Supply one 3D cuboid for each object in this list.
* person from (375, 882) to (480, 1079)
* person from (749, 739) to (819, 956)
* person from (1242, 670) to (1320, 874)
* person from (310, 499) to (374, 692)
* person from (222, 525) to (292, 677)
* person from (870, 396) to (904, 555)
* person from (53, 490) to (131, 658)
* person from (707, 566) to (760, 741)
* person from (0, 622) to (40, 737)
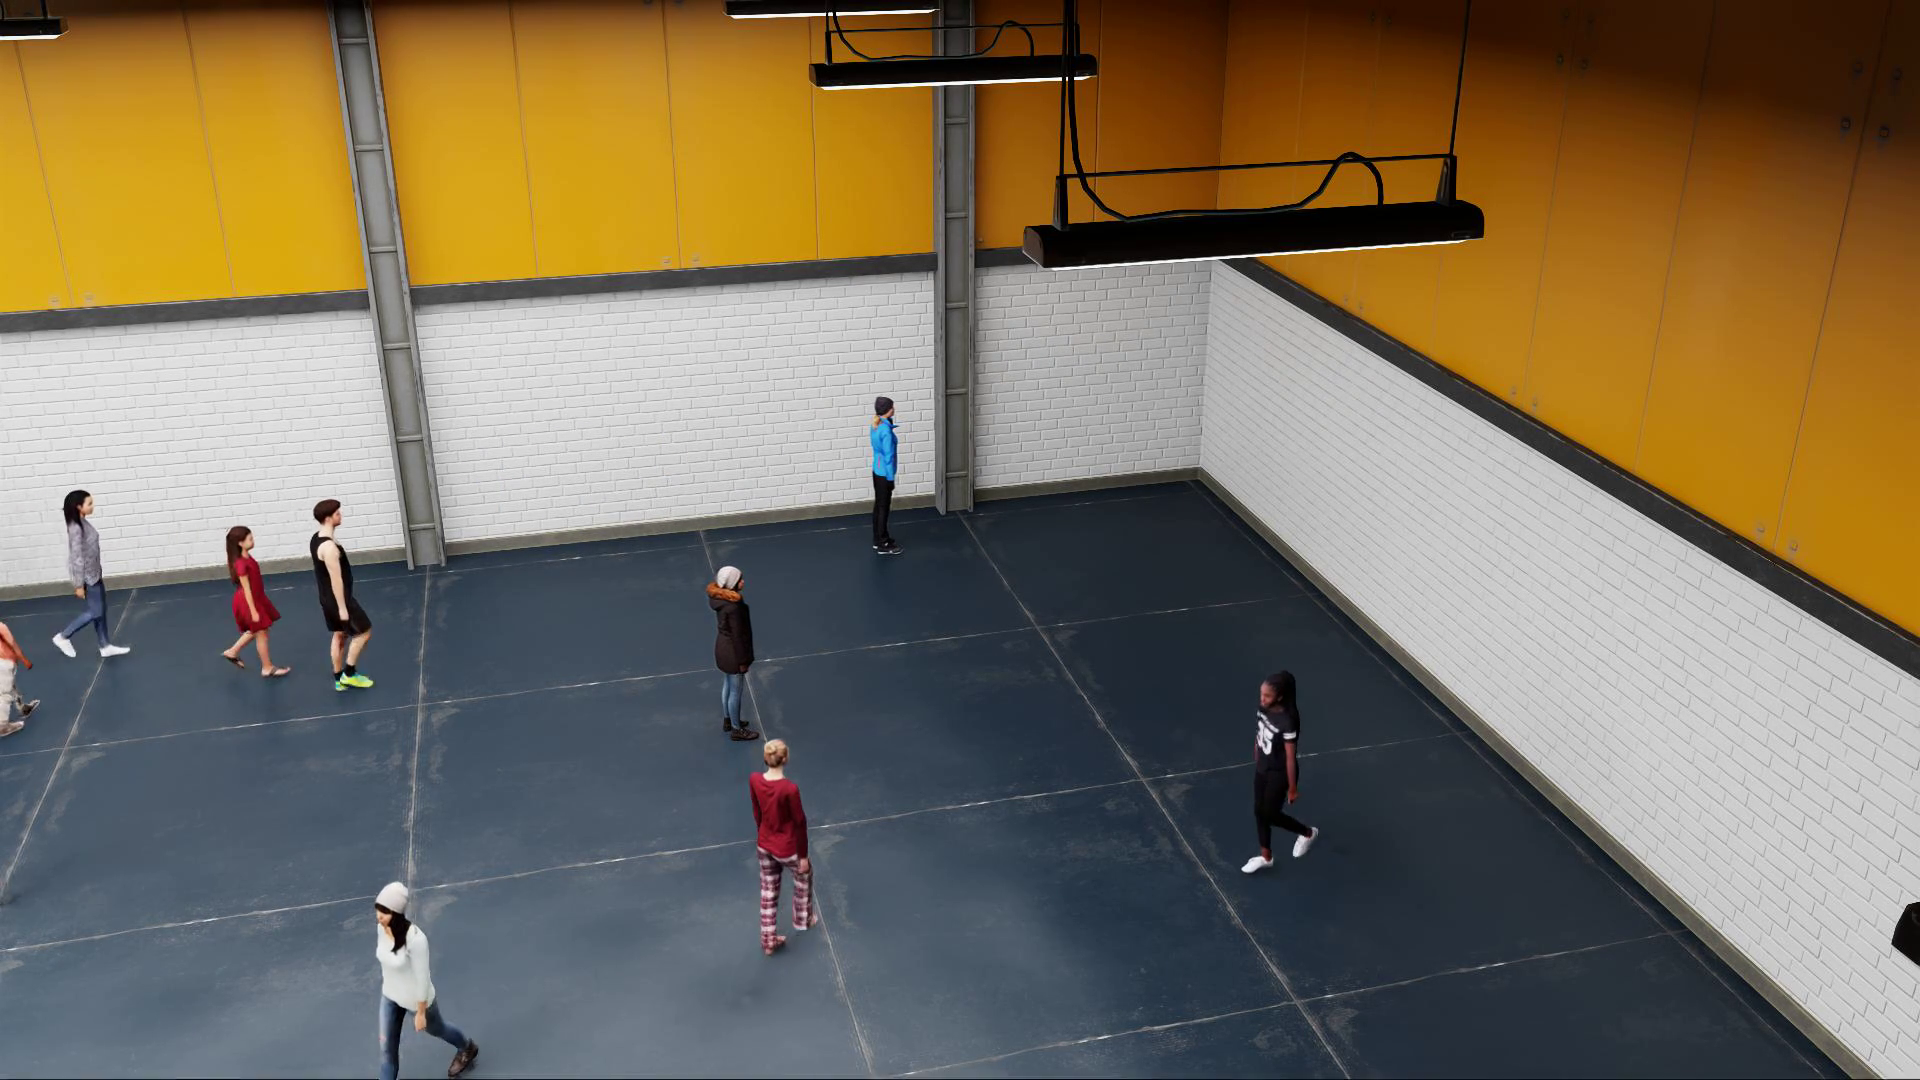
[{"bbox_3d":[-3.376,2.822,10.412,1.090,1.599,1.155,14,27,28],"label":"person"},{"bbox_3d":[-1.315,2.189,11.756,0.898,1.682,0.954,11,26,23],"label":"person"},{"bbox_3d":[2.482,1.762,12.695,0.877,1.713,0.673,-9,25,-20],"label":"person"},{"bbox_3d":[-5.791,0.551,15.257,0.751,1.880,0.795,-16,28,-32],"label":"person"},{"bbox_3d":[-6.714,0.599,15.573,0.802,1.539,0.562,-7,25,-15],"label":"person"},{"bbox_3d":[-0.844,-0.722,18.273,0.498,1.795,0.606,-6,24,-14],"label":"person"},{"bbox_3d":[-8.440,0.355,15.916,0.880,1.710,0.691,-8,25,-17],"label":"person"},{"bbox_3d":[-1.993,0.974,14.596,0.641,1.634,0.665,-10,26,-22],"label":"person"},{"bbox_3d":[-8.515,1.126,14.675,0.778,1.292,0.787,8,25,19],"label":"person"}]
